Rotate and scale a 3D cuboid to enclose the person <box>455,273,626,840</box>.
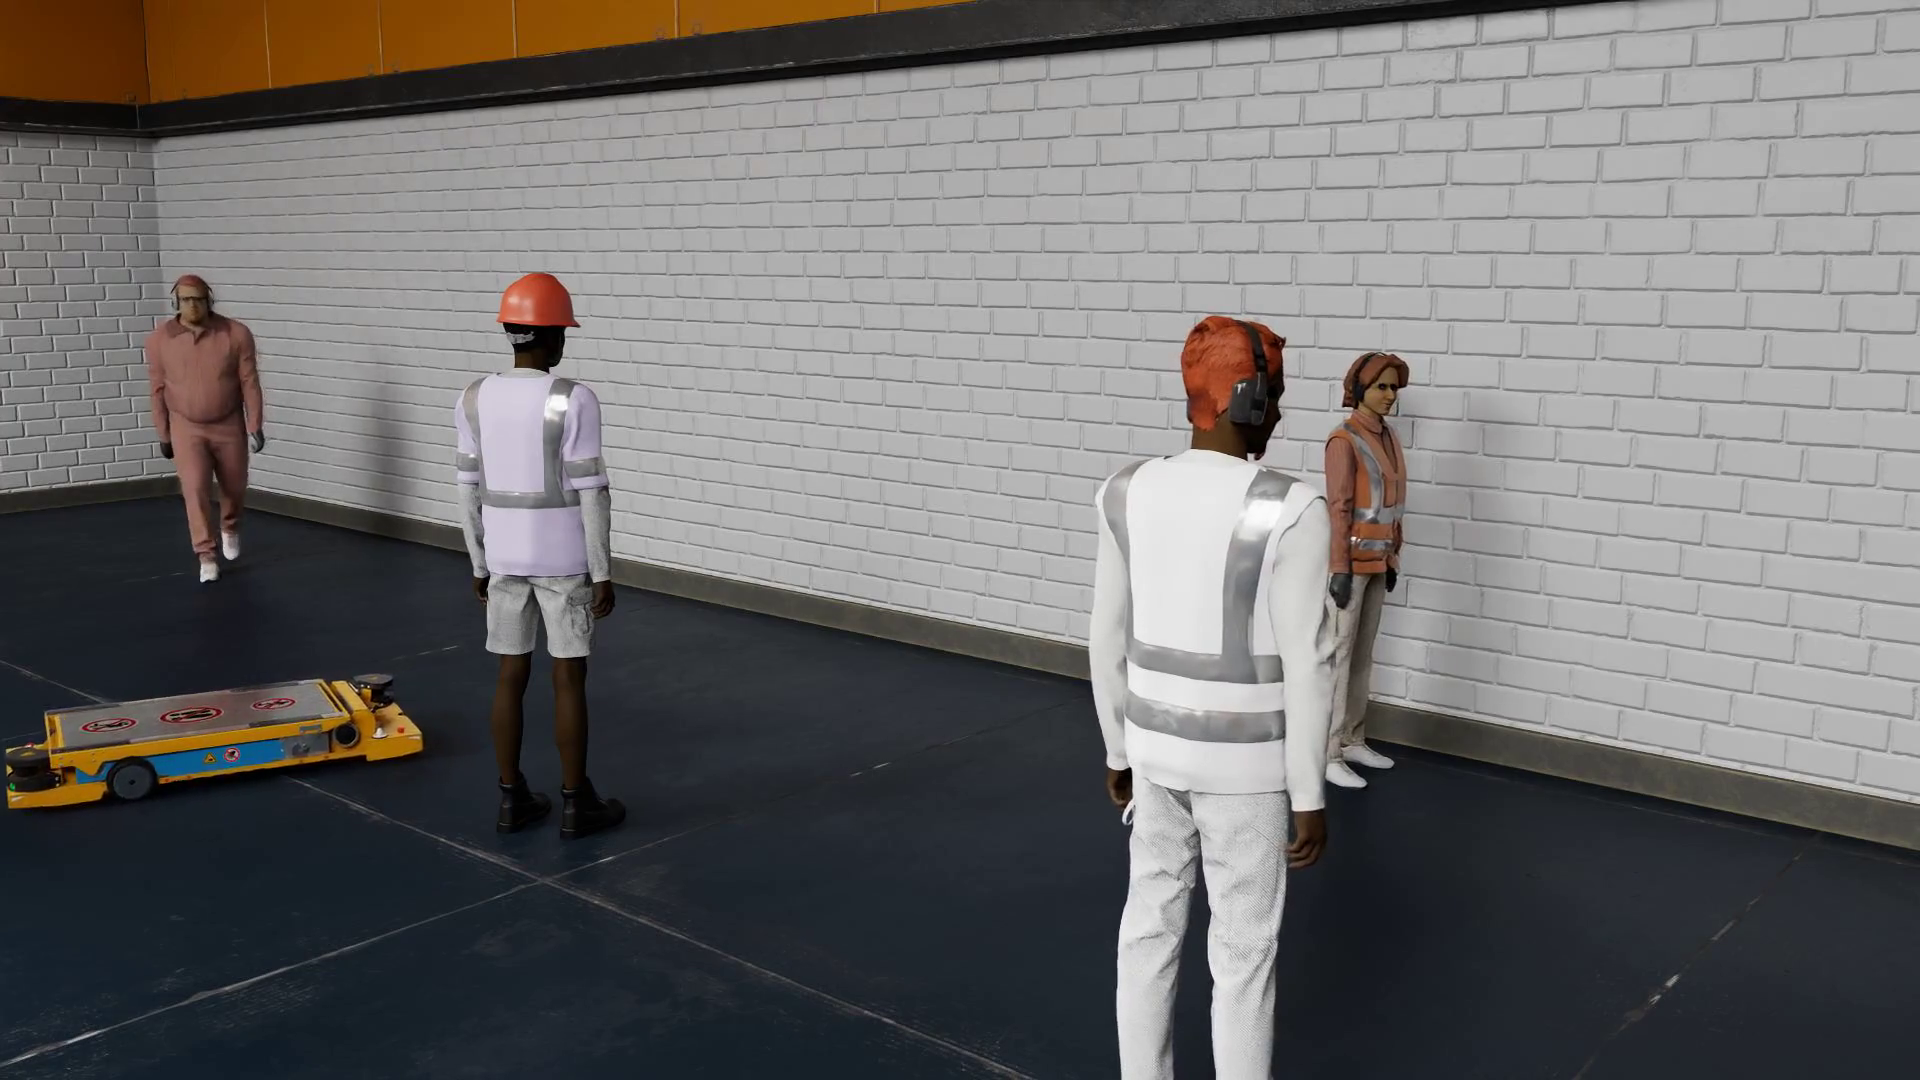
[{"bbox_3d":[-1.431,0.061,5.727,0.552,1.935,0.368,3,10,17],"label":"person"}]

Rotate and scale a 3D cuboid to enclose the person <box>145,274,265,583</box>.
[{"bbox_3d":[-4.692,-0.720,10.372,0.639,1.873,0.888,-4,11,-24],"label":"person"}]

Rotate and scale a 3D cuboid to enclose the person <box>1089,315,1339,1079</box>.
[{"bbox_3d":[0.532,0.475,3.521,0.575,1.885,0.360,10,14,43],"label":"person"}]

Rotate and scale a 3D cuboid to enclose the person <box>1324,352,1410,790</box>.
[{"bbox_3d":[1.522,0.107,6.325,0.315,1.636,0.515,7,12,35],"label":"person"}]

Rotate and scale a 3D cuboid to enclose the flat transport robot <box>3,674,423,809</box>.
[{"bbox_3d":[-2.904,0.760,6.489,1.431,0.197,0.652,-6,11,-29],"label":"flat transport robot"}]
